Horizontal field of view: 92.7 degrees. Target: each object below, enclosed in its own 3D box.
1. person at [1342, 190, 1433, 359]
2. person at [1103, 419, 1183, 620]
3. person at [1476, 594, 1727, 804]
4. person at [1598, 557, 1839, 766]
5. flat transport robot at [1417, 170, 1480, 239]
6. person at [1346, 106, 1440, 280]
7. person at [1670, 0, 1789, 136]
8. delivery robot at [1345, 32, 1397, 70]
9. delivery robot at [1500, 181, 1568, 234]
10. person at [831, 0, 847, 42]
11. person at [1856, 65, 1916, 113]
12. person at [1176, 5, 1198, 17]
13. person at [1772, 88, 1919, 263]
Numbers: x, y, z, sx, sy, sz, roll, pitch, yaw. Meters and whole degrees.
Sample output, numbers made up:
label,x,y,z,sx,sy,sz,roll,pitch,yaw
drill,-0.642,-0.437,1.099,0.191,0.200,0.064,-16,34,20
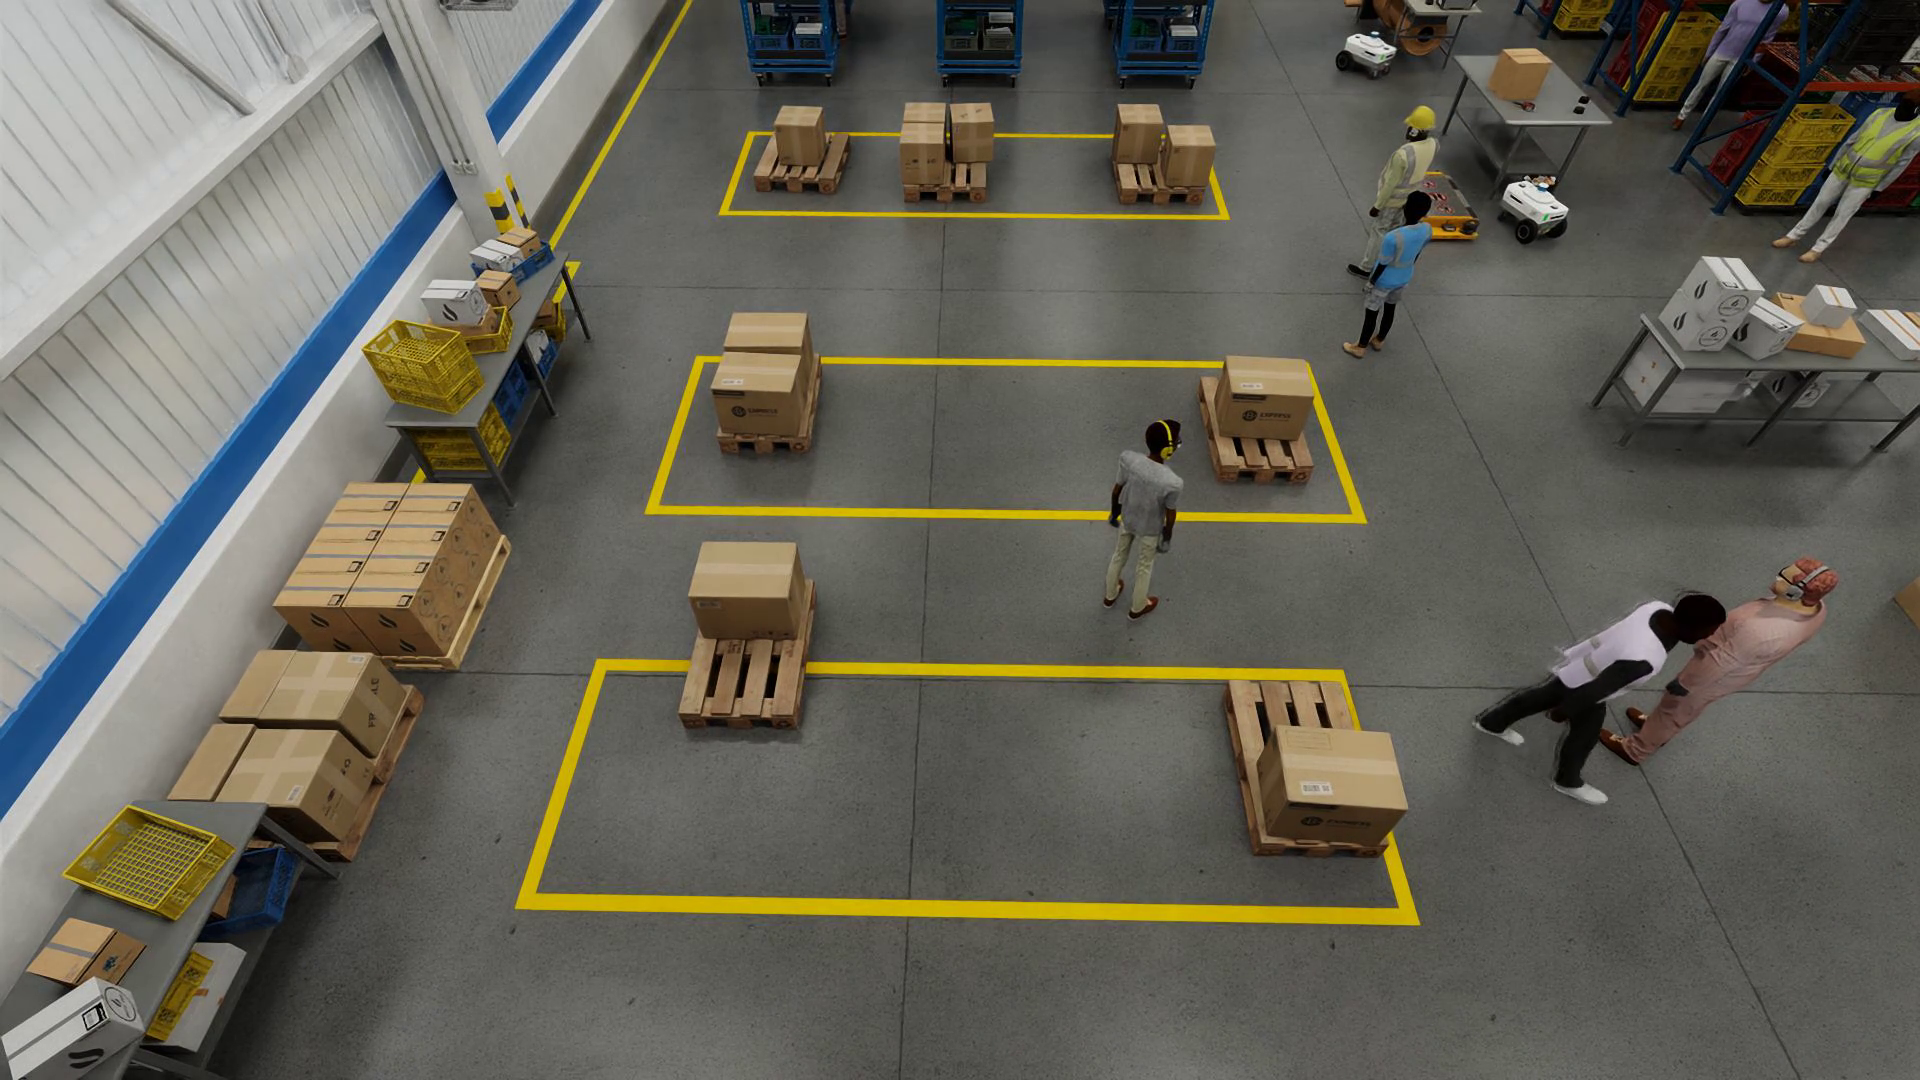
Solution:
label,x,y,z,sx,sy,sz,roll,pitch,yaw
person,4.098,-2.502,8.743,0.539,1.695,0.318,-20,52,-16
person,1.301,-0.124,6.577,0.520,1.865,0.335,32,56,25
person,4.016,0.930,5.671,0.929,1.862,0.605,29,55,23
person,4.758,0.786,5.769,0.636,1.900,0.404,-23,53,-18
flat transport robot,5.692,-4.094,11.059,0.652,0.197,1.431,1,49,1
person,4.565,-3.620,9.621,0.586,1.835,0.403,-27,54,-21
person,9.963,-6.246,11.833,0.626,1.932,0.364,31,56,24
delivery robot,6.051,-7.227,13.524,0.477,0.478,0.707,-28,55,-22
delivery robot,6.665,-3.898,10.643,0.477,0.478,0.707,-14,51,-12
person,-1.987,-8.664,13.906,0.440,1.980,0.647,-7,49,-6
person,12.183,-6.154,11.784,0.572,1.883,0.356,-32,56,-25
person,3.780,-9.305,14.669,0.308,1.641,0.511,-29,55,-23
person,9.652,-3.915,9.872,0.429,1.842,0.634,-17,51,-14
